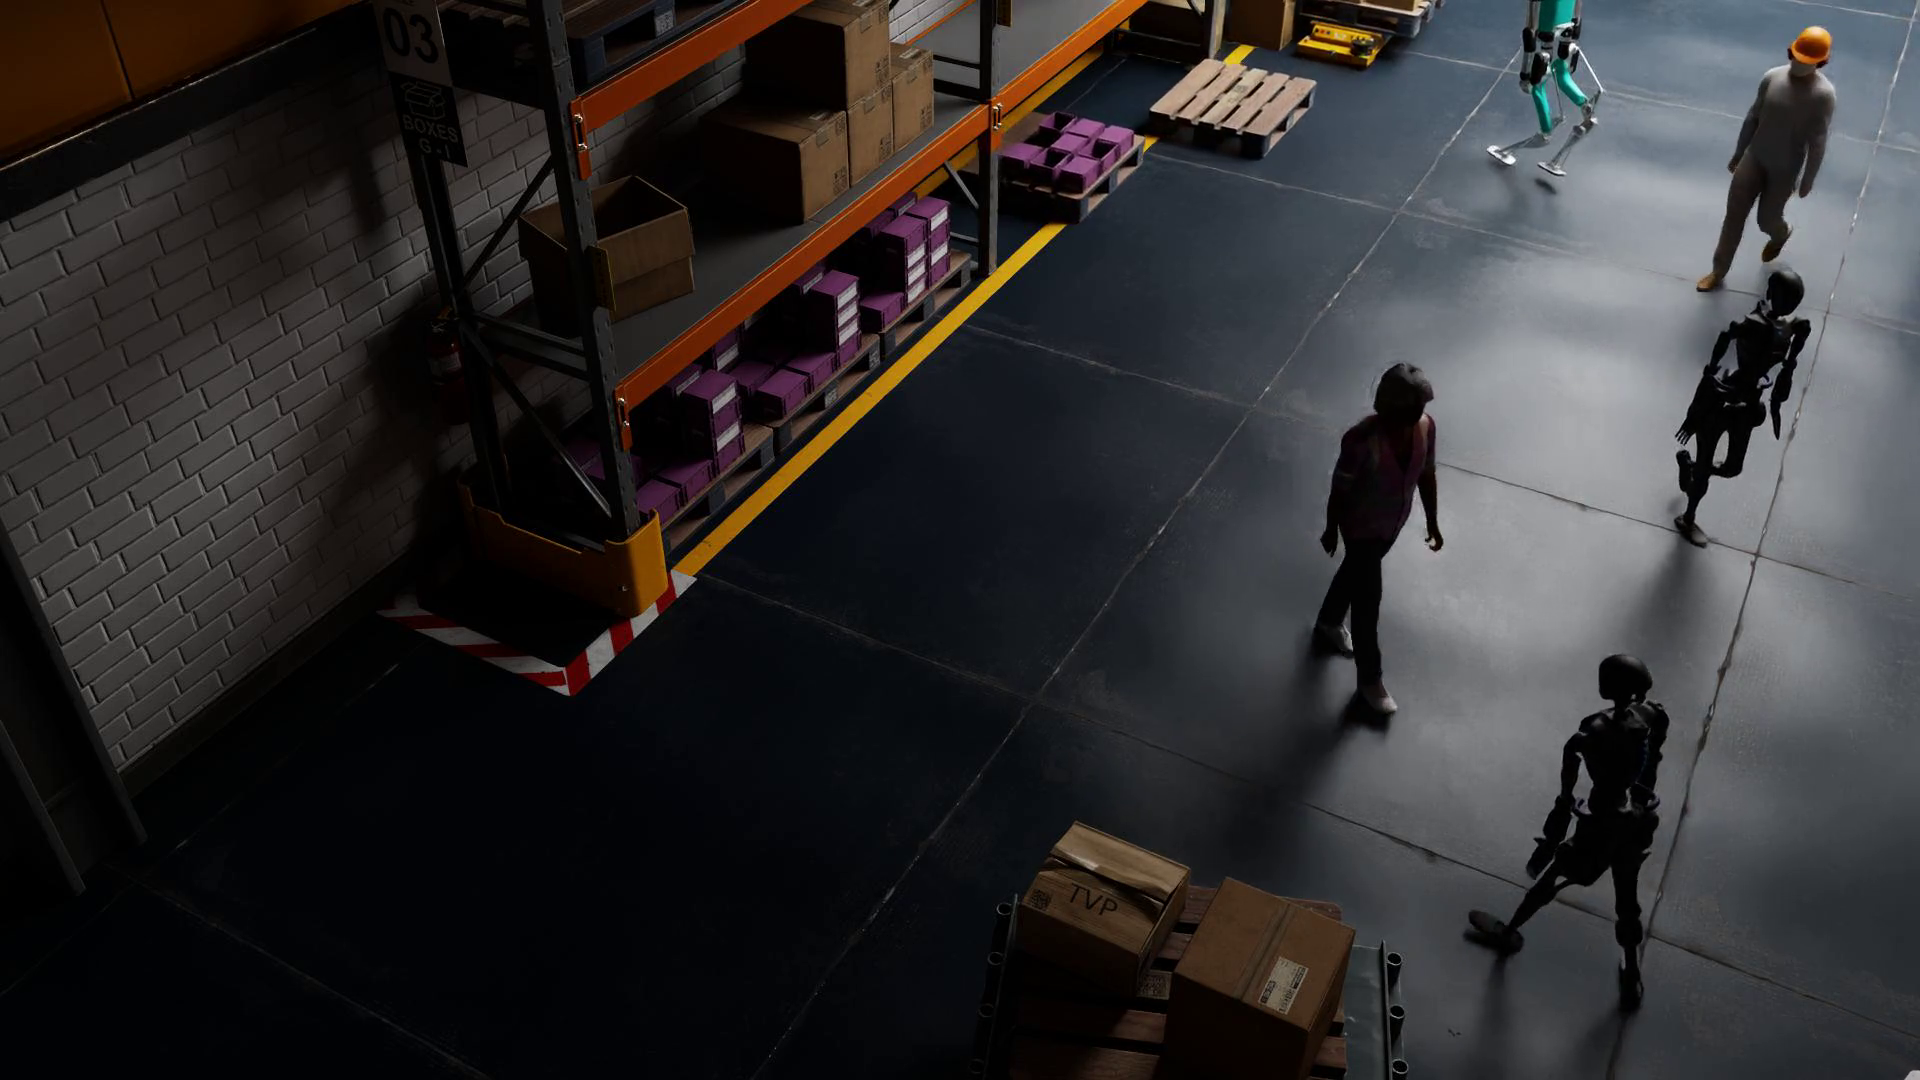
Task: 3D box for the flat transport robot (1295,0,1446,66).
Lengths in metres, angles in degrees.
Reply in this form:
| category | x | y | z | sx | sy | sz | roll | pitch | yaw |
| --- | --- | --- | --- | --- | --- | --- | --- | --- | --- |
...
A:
| category | x | y | z | sx | sy | sz | roll | pitch | yaw |
| --- | --- | --- | --- | --- | --- | --- | --- | --- | --- |
| flat transport robot | 3.620 | -4.676 | 15.064 | 0.659 | 0.231 | 1.431 | 20 | 43 | 23 |

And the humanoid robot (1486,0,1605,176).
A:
| category | x | y | z | sx | sy | sz | roll | pitch | yaw |
| --- | --- | --- | --- | --- | --- | --- | --- | --- | --- |
| humanoid robot | 4.482 | -3.482 | 12.396 | 0.543 | 1.761 | 0.926 | -19 | 42 | -22 |

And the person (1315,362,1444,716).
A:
| category | x | y | z | sx | sy | sz | roll | pitch | yaw |
| --- | --- | --- | --- | --- | --- | --- | --- | --- | --- |
| person | 2.082 | -0.034 | 8.020 | 0.530 | 1.812 | 0.872 | -19 | 43 | -23 |

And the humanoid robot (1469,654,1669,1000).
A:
| category | x | y | z | sx | sy | sz | roll | pitch | yaw |
| --- | --- | --- | --- | --- | --- | --- | --- | --- | --- |
| humanoid robot | 2.592 | 1.166 | 6.671 | 0.588 | 1.617 | 0.690 | -19 | 42 | -22 |

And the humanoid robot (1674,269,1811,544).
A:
| category | x | y | z | sx | sy | sz | roll | pitch | yaw |
| --- | --- | --- | --- | --- | --- | --- | --- | --- | --- |
| humanoid robot | 4.171 | -0.786 | 9.076 | 0.584 | 1.639 | 0.562 | -8 | 39 | -10 |

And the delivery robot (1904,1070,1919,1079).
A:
| category | x | y | z | sx | sy | sz | roll | pitch | yaw |
| --- | --- | --- | --- | --- | --- | --- | --- | --- | --- |
| delivery robot | 3.726 | 2.318 | 6.076 | 0.499 | 0.575 | 0.759 | -29 | 47 | -31 |

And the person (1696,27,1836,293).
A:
| category | x | y | z | sx | sy | sz | roll | pitch | yaw |
| --- | --- | --- | --- | --- | --- | --- | --- | --- | --- |
| person | 5.496 | -2.569 | 11.156 | 0.749 | 1.867 | 0.582 | -28 | 46 | -30 |
